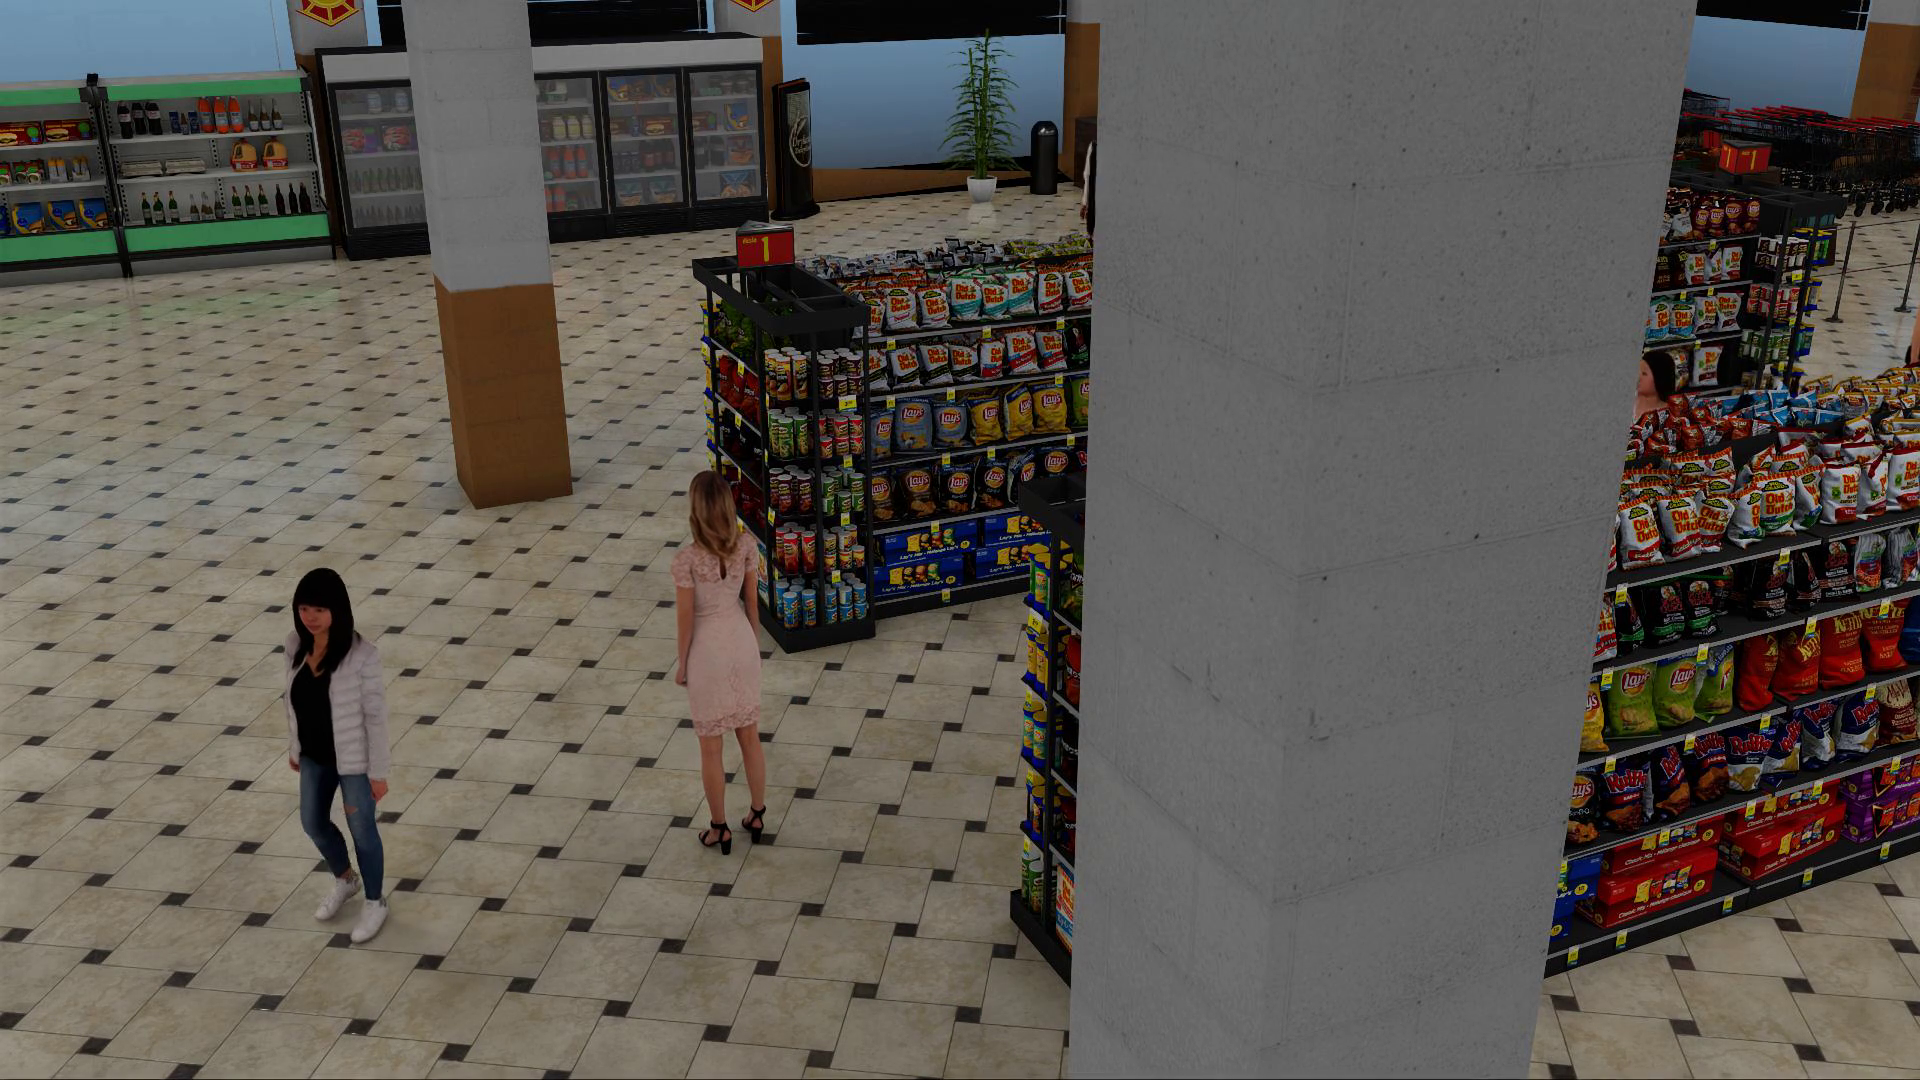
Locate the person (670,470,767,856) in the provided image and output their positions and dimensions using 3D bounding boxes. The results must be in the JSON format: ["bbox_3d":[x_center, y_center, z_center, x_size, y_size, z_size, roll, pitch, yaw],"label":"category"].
[{"bbox_3d":[-1.055,0.554,7.390,0.481,1.830,0.662,-14,26,-30],"label":"person"}]

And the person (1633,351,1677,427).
[{"bbox_3d":[4.042,-0.304,9.775,1.139,1.644,0.827,-5,22,-11],"label":"person"}]

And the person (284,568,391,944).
[{"bbox_3d":[-2.547,0.851,6.918,0.755,1.631,0.834,6,23,14],"label":"person"}]
